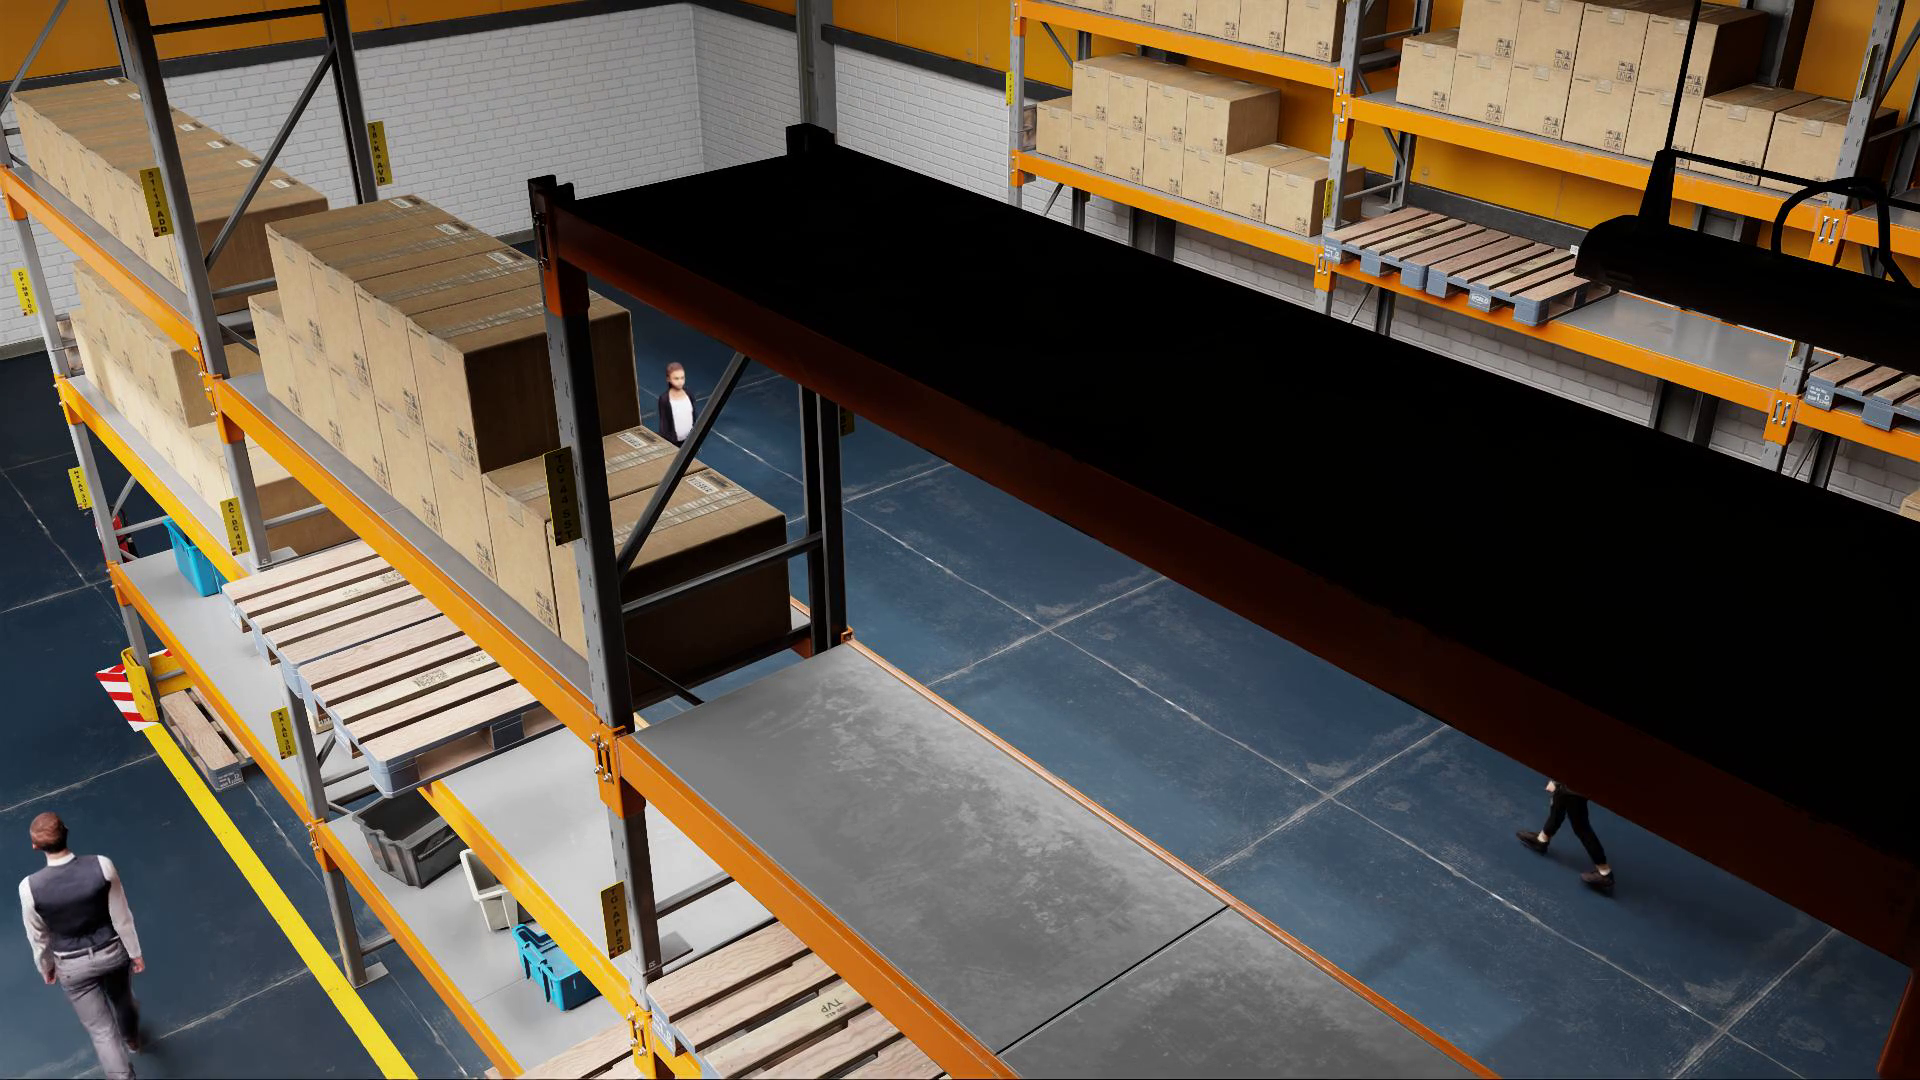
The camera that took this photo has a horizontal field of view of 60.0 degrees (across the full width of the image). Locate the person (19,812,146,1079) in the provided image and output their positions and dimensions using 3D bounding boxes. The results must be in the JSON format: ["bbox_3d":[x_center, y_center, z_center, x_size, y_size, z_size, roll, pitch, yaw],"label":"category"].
[{"bbox_3d":[-4.744,2.364,9.115,0.787,1.899,1.287,-17,33,-28],"label":"person"}]

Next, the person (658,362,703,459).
[{"bbox_3d":[-2.650,-0.957,15.567,0.602,1.551,0.679,-15,32,-25],"label":"person"}]
